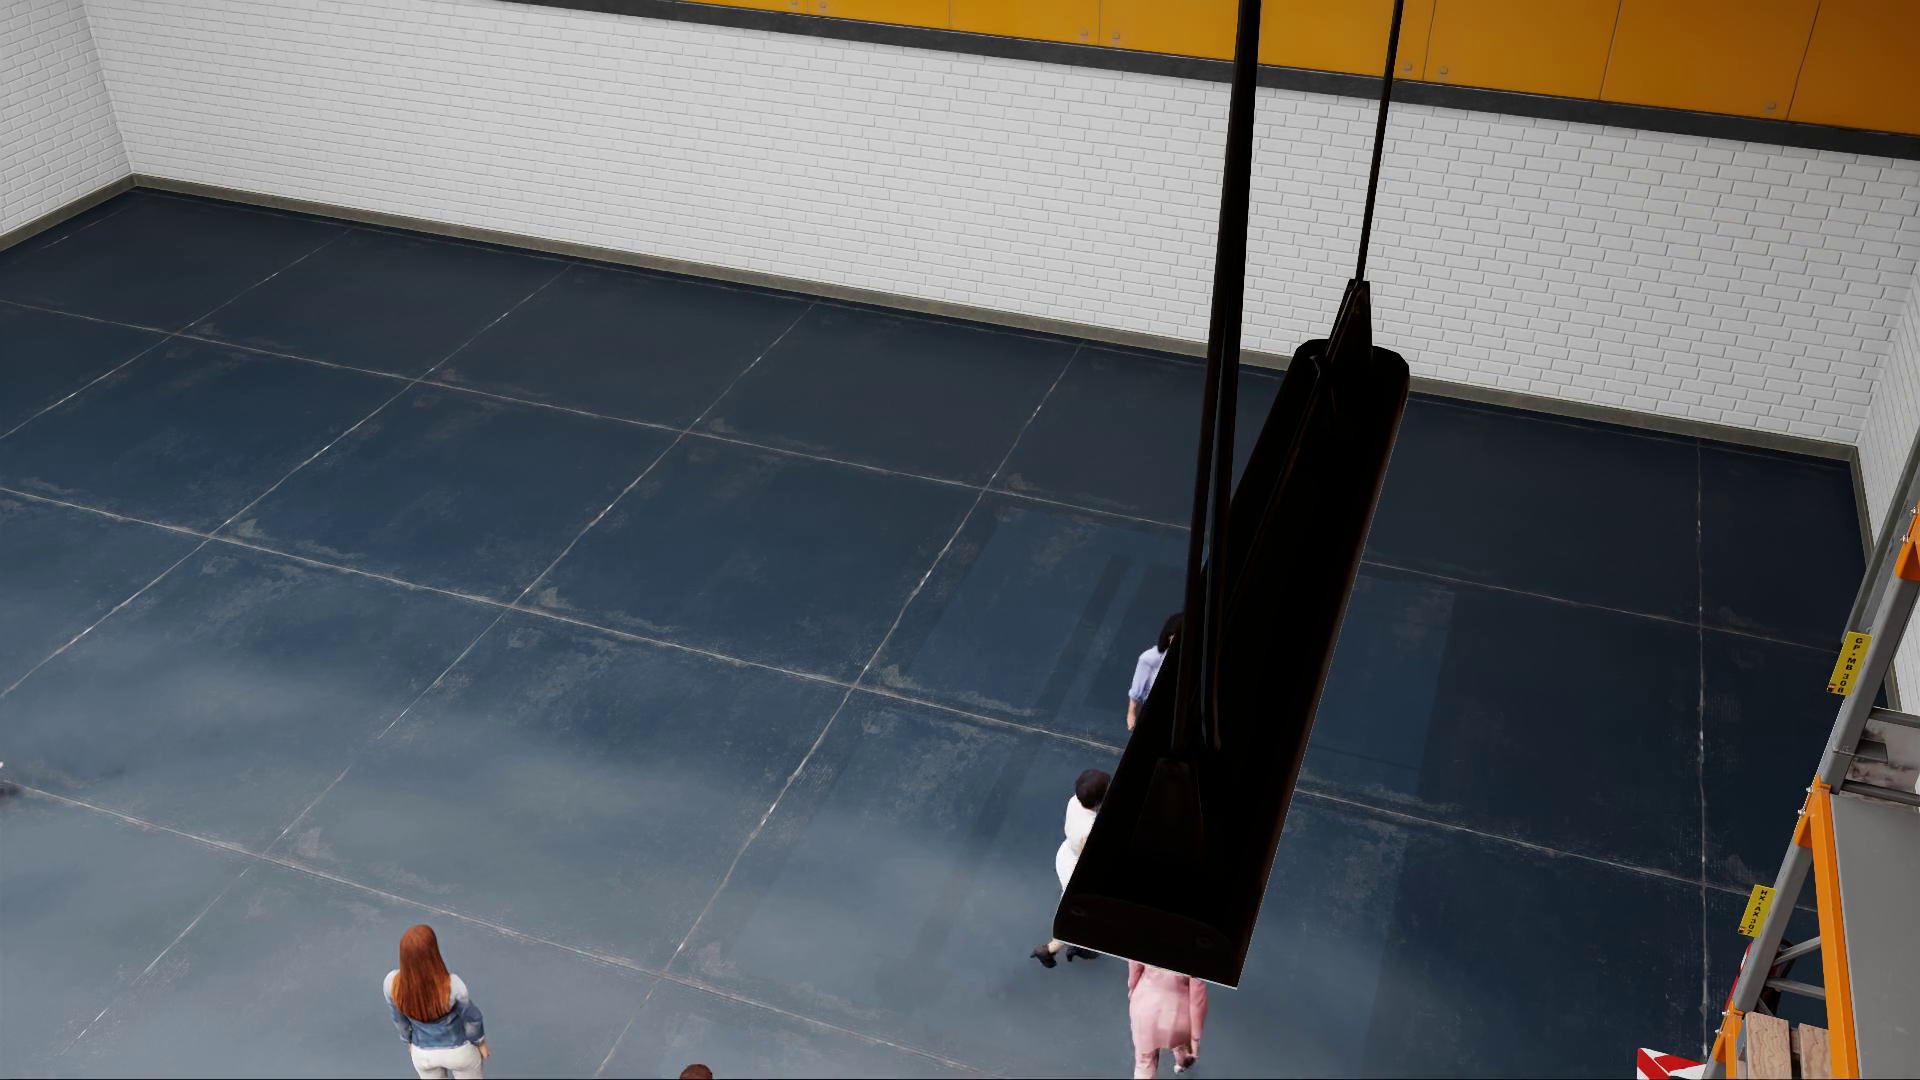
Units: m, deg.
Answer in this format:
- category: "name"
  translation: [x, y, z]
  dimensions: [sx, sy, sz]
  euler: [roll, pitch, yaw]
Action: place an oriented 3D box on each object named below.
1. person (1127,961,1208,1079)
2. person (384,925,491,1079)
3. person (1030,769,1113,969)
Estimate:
- category: "person"
  translation: [1.038, 2.577, 8.712]
  dimensions: [0.706, 1.758, 1.126]
  euler: [15, 37, 22]
- category: "person"
  translation: [-2.685, 2.652, 8.649]
  dimensions: [0.668, 1.702, 0.624]
  euler: [2, 34, 2]
- category: "person"
  translation: [0.644, 1.981, 9.806]
  dimensions: [0.832, 1.538, 0.792]
  euler: [-11, 35, -16]
